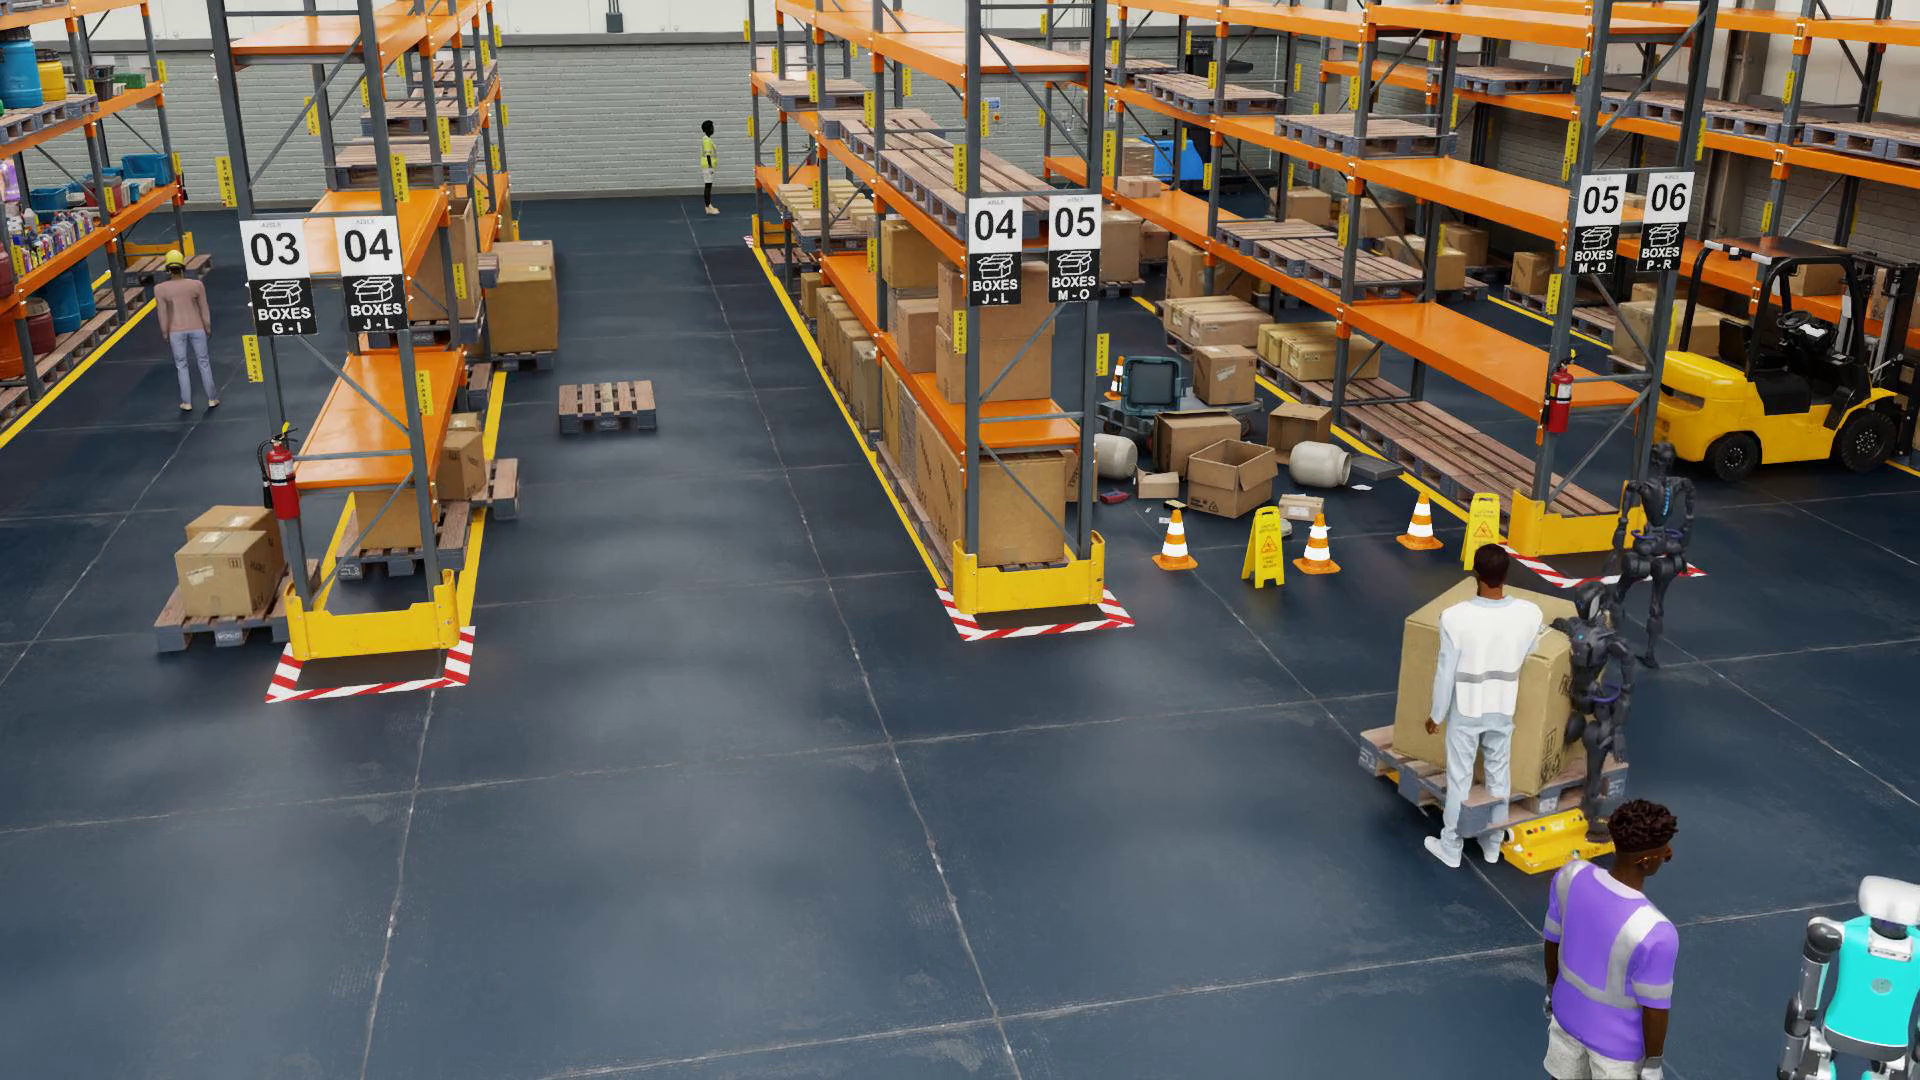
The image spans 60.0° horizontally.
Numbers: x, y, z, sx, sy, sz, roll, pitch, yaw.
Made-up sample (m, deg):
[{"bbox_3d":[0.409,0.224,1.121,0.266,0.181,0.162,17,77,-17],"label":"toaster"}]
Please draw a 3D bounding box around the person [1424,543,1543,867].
[{"bbox_3d":[2.911,0.943,9.306,0.587,1.912,0.396,-2,21,-6],"label":"person"}]

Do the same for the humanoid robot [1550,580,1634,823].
[{"bbox_3d":[3.555,1.002,9.478,0.322,1.650,0.590,-16,25,-36],"label":"humanoid robot"}]

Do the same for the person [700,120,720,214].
[{"bbox_3d":[-4.619,-6.870,30.646,0.321,1.697,0.529,-3,21,-9],"label":"person"}]

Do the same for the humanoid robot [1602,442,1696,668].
[{"bbox_3d":[4.963,0.082,11.964,0.599,1.644,0.463,-1,20,-2],"label":"humanoid robot"}]

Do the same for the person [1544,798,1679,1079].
[{"bbox_3d":[2.567,1.913,6.616,0.361,1.963,0.613,-9,22,-22],"label":"person"}]

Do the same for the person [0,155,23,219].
[{"bbox_3d":[-15.316,-5.504,26.989,0.350,1.688,0.488,11,23,27],"label":"person"}]

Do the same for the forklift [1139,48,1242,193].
[{"bbox_3d":[4.566,-8.313,32.860,1.873,2.768,1.129,-4,21,-12],"label":"forklift"}]

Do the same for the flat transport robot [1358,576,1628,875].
[{"bbox_3d":[3.193,1.543,10.047,0.659,0.231,1.431,-9,22,-23],"label":"flat transport robot"}]

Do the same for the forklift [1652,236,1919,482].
[{"bbox_3d":[8.013,-1.814,16.330,2.313,2.155,1.214,-4,21,-12],"label":"forklift"}]

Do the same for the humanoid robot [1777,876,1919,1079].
[{"bbox_3d":[3.504,2.065,6.578,0.535,1.832,0.666,8,22,21],"label":"humanoid robot"}]

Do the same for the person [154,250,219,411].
[{"bbox_3d":[-8.480,-2.294,18.229,0.524,1.768,0.307,-11,23,-28],"label":"person"}]
